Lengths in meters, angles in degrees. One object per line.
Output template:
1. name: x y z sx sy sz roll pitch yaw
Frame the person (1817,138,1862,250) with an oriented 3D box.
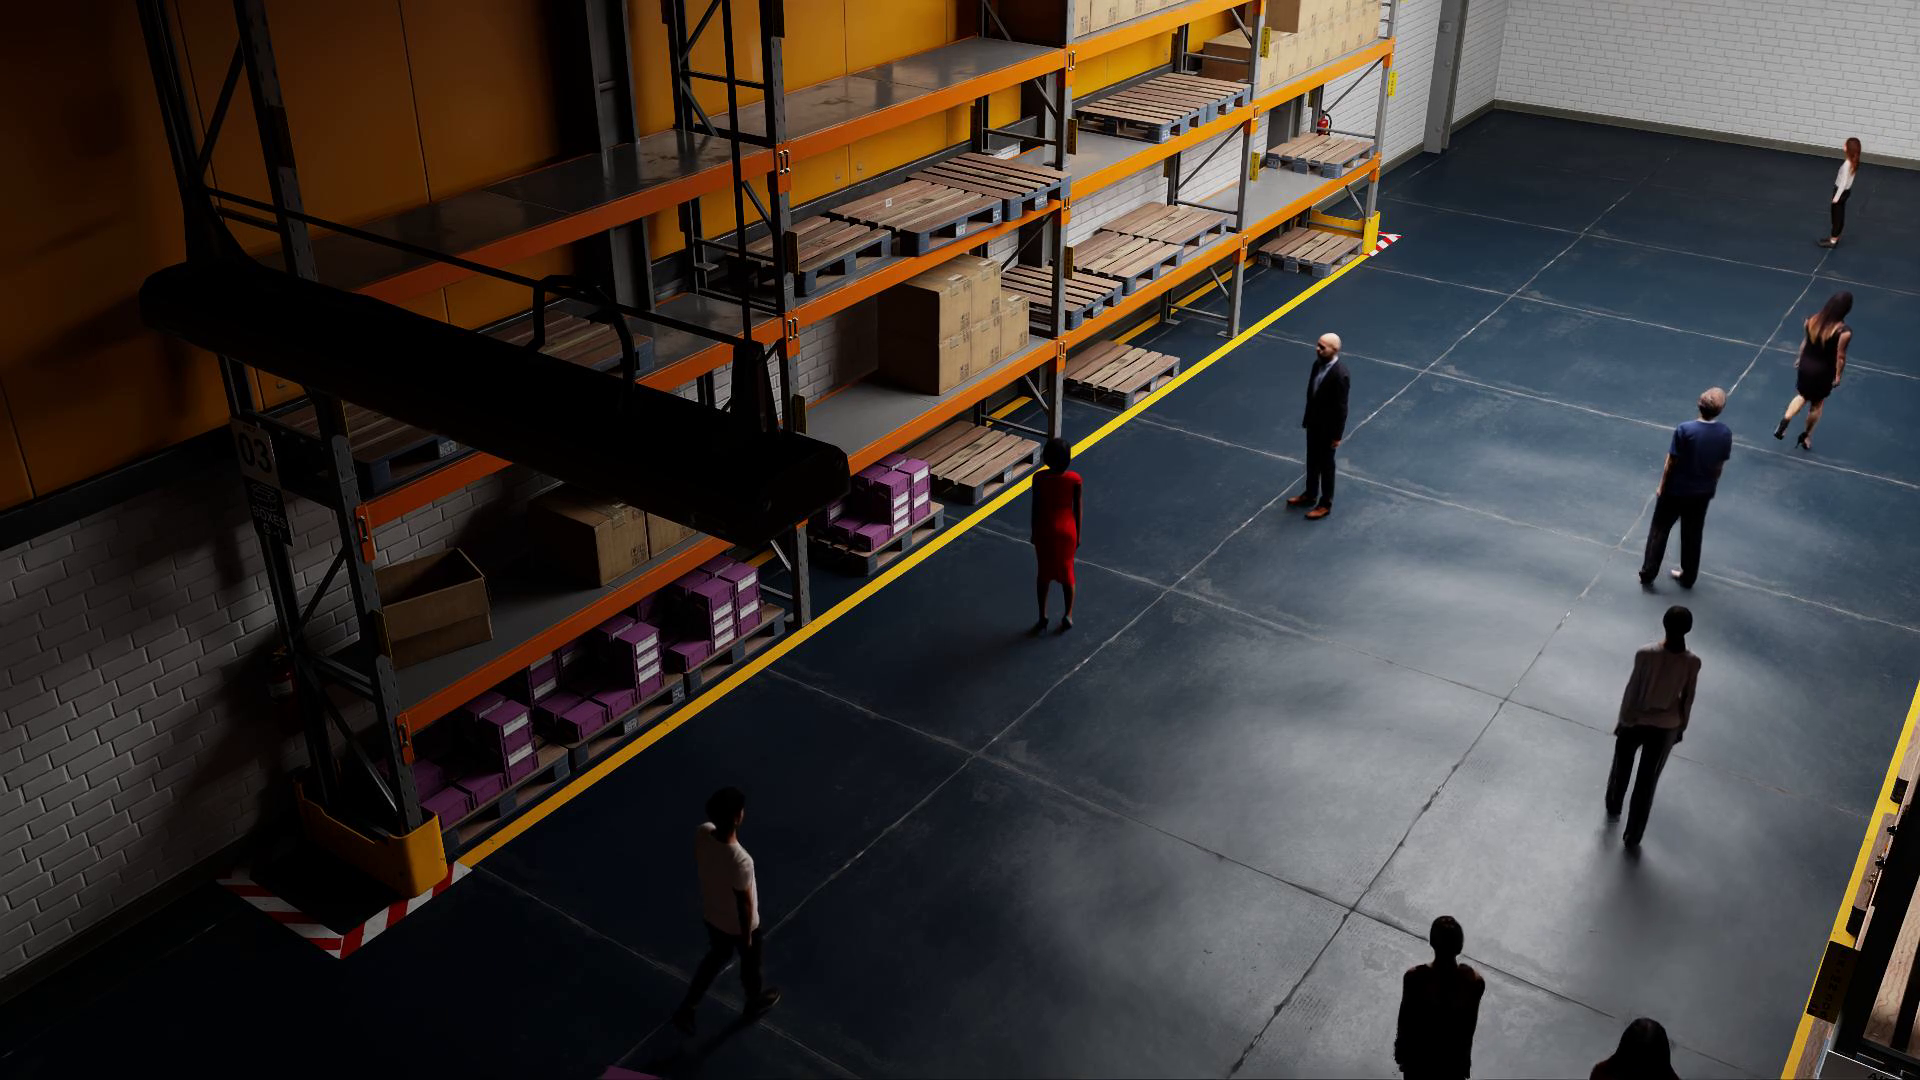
1. person: 11.905 -4.684 22.434 0.614 1.484 0.416 21 35 33

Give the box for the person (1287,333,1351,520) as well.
1. person: 3.395 -1.083 15.505 0.775 1.798 0.775 -11 30 -19

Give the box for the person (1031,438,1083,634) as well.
1. person: 0.785 -0.039 13.648 0.645 1.743 0.655 2 29 5

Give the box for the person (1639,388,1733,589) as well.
1. person: 6.254 -0.415 14.219 0.788 1.857 0.786 -1 29 -1

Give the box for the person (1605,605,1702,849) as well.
1. person: 4.644 1.291 11.213 0.718 1.741 0.833 10 30 17

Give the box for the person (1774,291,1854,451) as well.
1. person: 8.543 -1.665 16.669 0.922 1.704 0.829 -16 32 -26

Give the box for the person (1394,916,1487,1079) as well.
1. person: 2.486 2.706 8.701 0.718 1.662 0.824 6 29 11

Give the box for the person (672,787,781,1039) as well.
1. person: -1.396 2.174 9.629 0.709 1.706 1.002 25 37 38

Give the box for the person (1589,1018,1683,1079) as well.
1. person: 3.216 2.965 8.088 0.712 1.794 0.775 14 32 24
